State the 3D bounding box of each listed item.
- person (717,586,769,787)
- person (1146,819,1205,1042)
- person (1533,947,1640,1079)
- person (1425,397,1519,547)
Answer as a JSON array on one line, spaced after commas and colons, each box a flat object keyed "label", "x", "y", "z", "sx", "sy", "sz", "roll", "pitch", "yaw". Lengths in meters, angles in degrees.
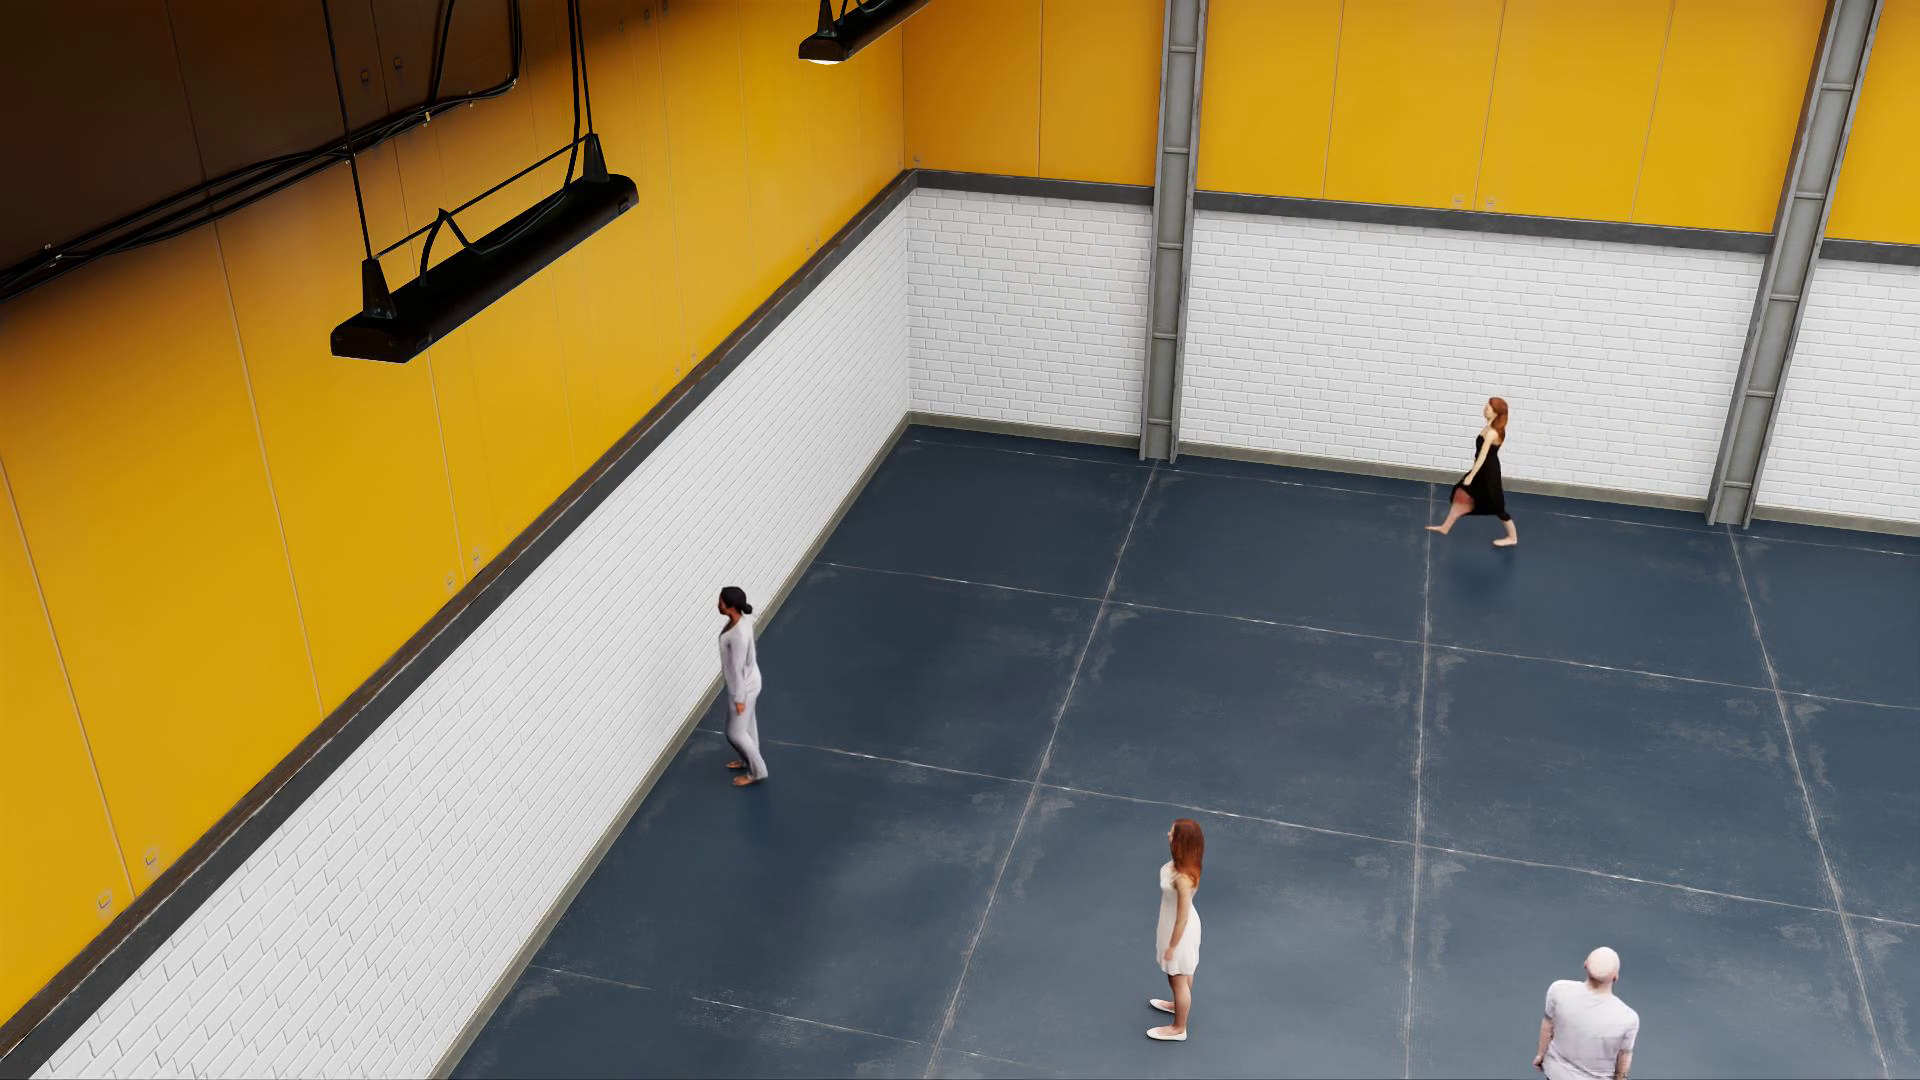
[{"label": "person", "x": -1.703, "y": 1.141, "z": 13.163, "sx": 0.709, "sy": 1.732, "sz": 0.746, "roll": -4, "pitch": 29, "yaw": -8}, {"label": "person", "x": 1.416, "y": 2.492, "z": 10.708, "sx": 0.531, "sy": 1.712, "sz": 0.567, "roll": 6, "pitch": 29, "yaw": 10}, {"label": "person", "x": 3.495, "y": 3.100, "z": 9.491, "sx": 1.130, "sy": 1.810, "sz": 1.012, "roll": 21, "pitch": 35, "yaw": 33}, {"label": "person", "x": 5.332, "y": -0.617, "z": 16.559, "sx": 1.127, "sy": 1.567, "sz": 0.571, "roll": 7, "pitch": 29, "yaw": 12}]
